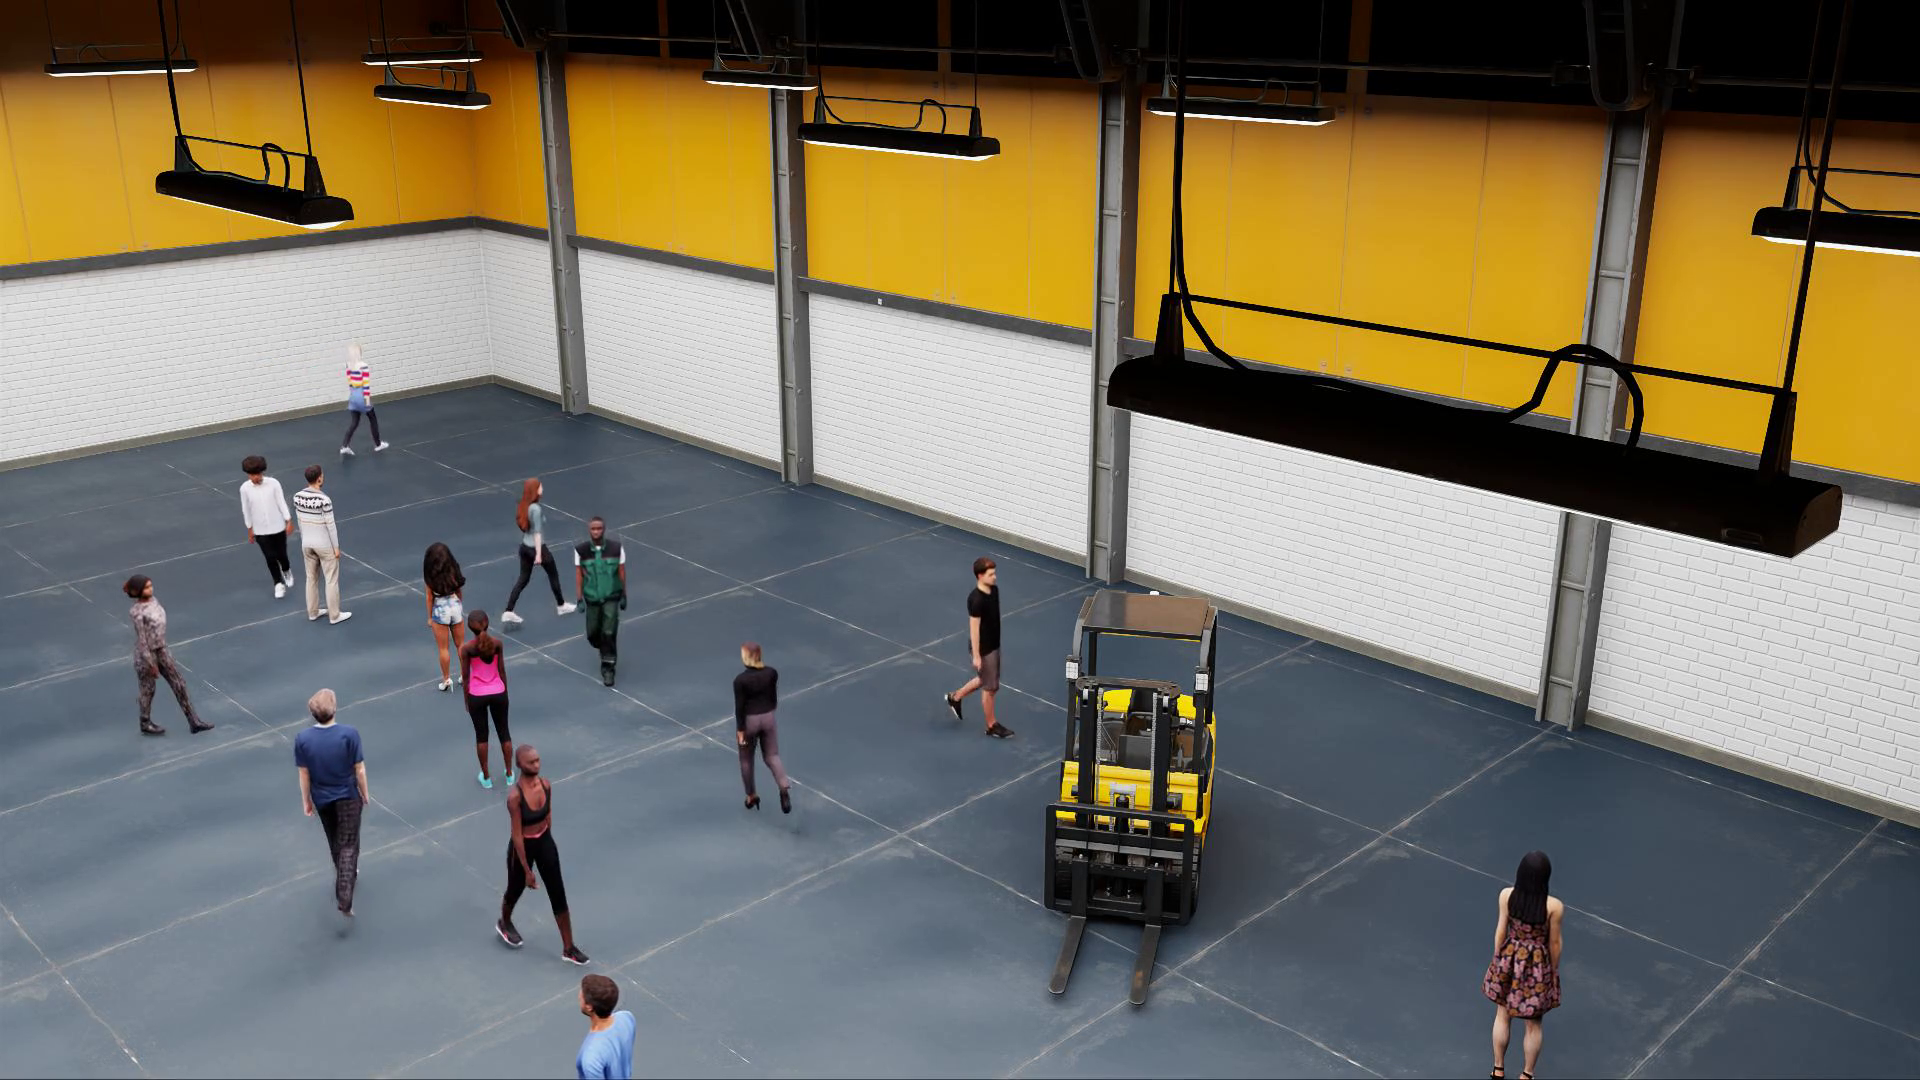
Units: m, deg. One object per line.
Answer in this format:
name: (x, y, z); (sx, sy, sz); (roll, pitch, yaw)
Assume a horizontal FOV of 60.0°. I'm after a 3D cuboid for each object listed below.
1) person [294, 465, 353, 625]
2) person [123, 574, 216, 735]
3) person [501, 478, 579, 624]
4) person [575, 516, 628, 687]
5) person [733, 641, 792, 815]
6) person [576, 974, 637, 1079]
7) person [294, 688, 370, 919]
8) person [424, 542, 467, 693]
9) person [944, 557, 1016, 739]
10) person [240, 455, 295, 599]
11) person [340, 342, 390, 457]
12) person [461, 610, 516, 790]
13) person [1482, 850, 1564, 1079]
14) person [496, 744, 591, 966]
person: (-7.399, 0.051, 19.174); (0.661, 1.850, 0.808); (6, 20, 18)
person: (-7.937, 1.147, 16.187); (1.098, 1.679, 0.933); (4, 19, 12)
person: (-4.963, 0.173, 19.052); (0.683, 1.696, 1.110); (-16, 24, -39)
person: (-3.782, 0.600, 17.589); (1.027, 1.820, 1.154); (-4, 19, -10)
person: (-1.725, 1.694, 14.607); (0.702, 1.651, 0.945); (-12, 22, -33)
person: (-1.976, 3.308, 9.484); (0.723, 1.862, 0.730); (5, 19, 15)
person: (-4.929, 2.102, 13.105); (1.086, 1.836, 1.243); (-2, 19, -7)
person: (-5.341, 0.794, 17.318); (0.535, 1.626, 0.544); (18, 25, 42)
person: (0.179, 1.030, 16.278); (1.120, 1.843, 0.921); (8, 20, 21)
person: (-8.308, -0.198, 20.008); (0.880, 1.790, 0.962); (-7, 20, -19)
person: (-9.395, -2.150, 25.836); (1.145, 1.770, 0.937); (9, 21, 25)
person: (-4.325, 1.446, 15.231); (0.632, 1.723, 0.654); (-8, 20, -21)
person: (3.731, 2.847, 10.992); (0.711, 1.774, 0.810); (9, 21, 26)
person: (-3.303, 2.354, 12.553); (1.226, 1.711, 0.694); (14, 23, 36)
